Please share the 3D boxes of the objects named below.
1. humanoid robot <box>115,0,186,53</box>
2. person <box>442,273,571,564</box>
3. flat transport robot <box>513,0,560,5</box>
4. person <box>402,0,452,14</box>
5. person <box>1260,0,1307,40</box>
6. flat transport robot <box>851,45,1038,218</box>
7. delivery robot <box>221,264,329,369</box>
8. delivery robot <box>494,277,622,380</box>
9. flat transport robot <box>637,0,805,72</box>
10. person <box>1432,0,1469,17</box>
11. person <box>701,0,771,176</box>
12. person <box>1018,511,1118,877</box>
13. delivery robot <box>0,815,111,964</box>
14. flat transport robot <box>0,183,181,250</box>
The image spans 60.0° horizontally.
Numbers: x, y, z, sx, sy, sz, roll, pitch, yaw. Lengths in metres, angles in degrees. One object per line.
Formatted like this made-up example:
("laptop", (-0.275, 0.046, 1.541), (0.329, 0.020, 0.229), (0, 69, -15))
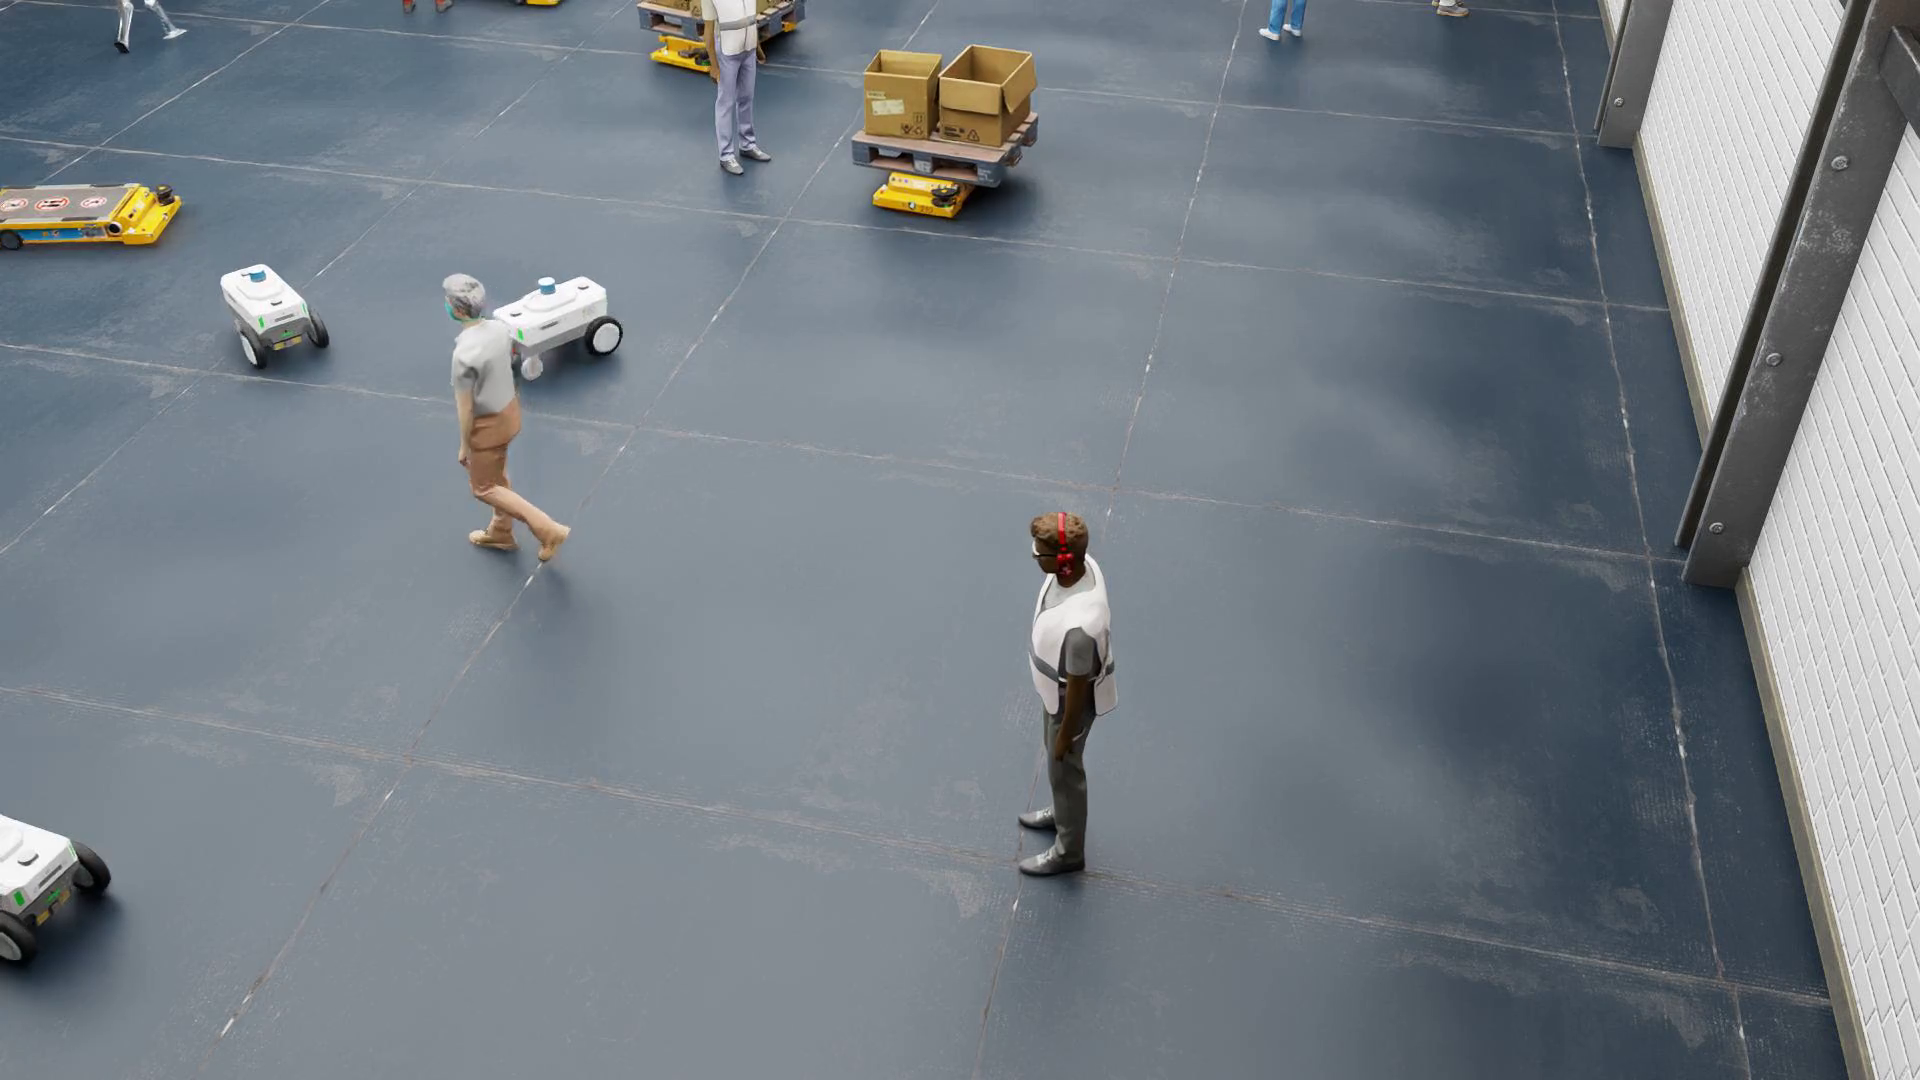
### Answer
("humanoid robot", (-7.621, -5.336, 15.176), (0.563, 1.815, 0.886), (12, 39, 16))
("person", (-2.456, -0.609, 8.815), (0.593, 1.728, 0.486), (7, 37, 10))
("flat transport robot", (-4.587, -5.640, 16.766), (1.431, 0.231, 0.659), (10, 38, 14))
("person", (-5.294, -5.989, 15.902), (0.533, 1.871, 0.417), (-2, 37, -2))
("person", (3.075, -5.507, 15.375), (0.481, 1.719, 0.376), (-20, 41, -25))
("flat transport robot", (-0.109, -2.967, 13.189), (0.659, 0.231, 1.431), (13, 39, 17))
("delivery robot", (-4.576, -1.513, 11.013), (0.499, 0.605, 0.781), (-27, 44, -31))
("delivery robot", (-2.657, -1.441, 10.893), (0.769, 0.577, 0.499), (-30, 46, -34))
("flat transport robot", (-2.191, -4.726, 15.542), (0.659, 0.231, 1.431), (19, 41, 24))
("person", (4.822, -5.995, 15.891), (0.357, 1.886, 0.572), (3, 37, 4))
("person", (-1.769, -3.804, 12.994), (0.373, 1.840, 0.568), (25, 43, 29))
("person", (0.456, 0.651, 7.045), (0.408, 1.831, 0.568), (-1, 37, -2))
("delivery robot", (-4.106, 1.395, 7.107), (0.755, 0.587, 0.525), (13, 39, 17))
("flat transport robot", (-6.685, -2.426, 12.465), (1.431, 0.231, 0.659), (-2, 37, -3))
